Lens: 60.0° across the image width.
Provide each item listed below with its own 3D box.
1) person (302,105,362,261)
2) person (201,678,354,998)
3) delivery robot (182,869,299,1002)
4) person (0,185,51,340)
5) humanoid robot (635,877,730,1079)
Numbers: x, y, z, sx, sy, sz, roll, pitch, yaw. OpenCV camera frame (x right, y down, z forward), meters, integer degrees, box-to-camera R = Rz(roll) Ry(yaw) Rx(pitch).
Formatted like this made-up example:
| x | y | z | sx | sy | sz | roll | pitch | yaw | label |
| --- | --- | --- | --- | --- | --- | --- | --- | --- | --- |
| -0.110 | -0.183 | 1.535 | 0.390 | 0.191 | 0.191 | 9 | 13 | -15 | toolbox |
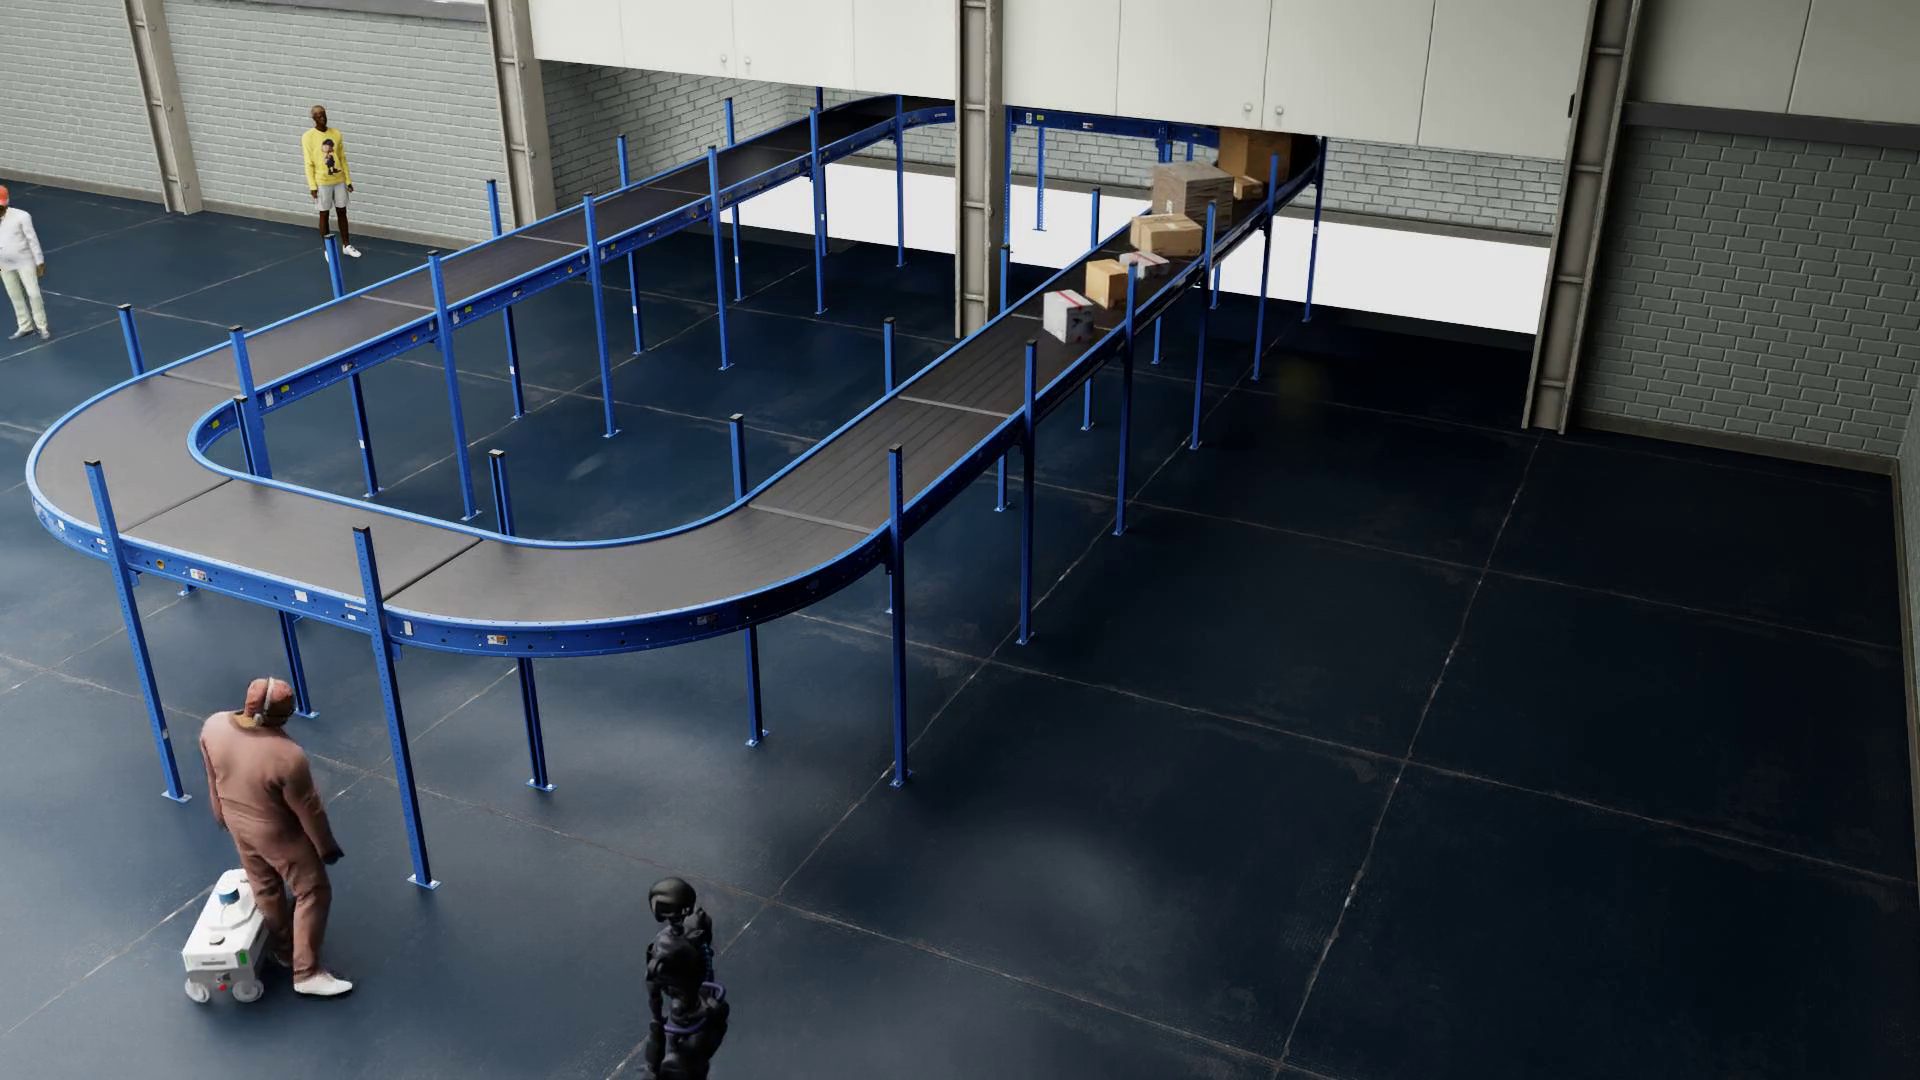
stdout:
| x | y | z | sx | sy | sz | roll | pitch | yaw | label |
| --- | --- | --- | --- | --- | --- | --- | --- | --- | --- |
| -7.778 | -4.402 | 20.514 | 0.377 | 1.899 | 0.539 | 23 | 35 | 39 | person |
| -3.543 | 1.509 | 8.649 | 0.741 | 1.864 | 0.410 | 10 | 28 | 20 | person |
| -3.882 | 2.091 | 8.931 | 0.516 | 0.585 | 0.754 | -2 | 26 | -4 | delivery robot |
| -10.180 | -2.971 | 17.819 | 0.674 | 1.734 | 0.375 | -2 | 26 | -5 | person |
| -1.276 | 2.206 | 7.470 | 0.643 | 1.636 | 0.584 | 8 | 28 | 16 | humanoid robot |
